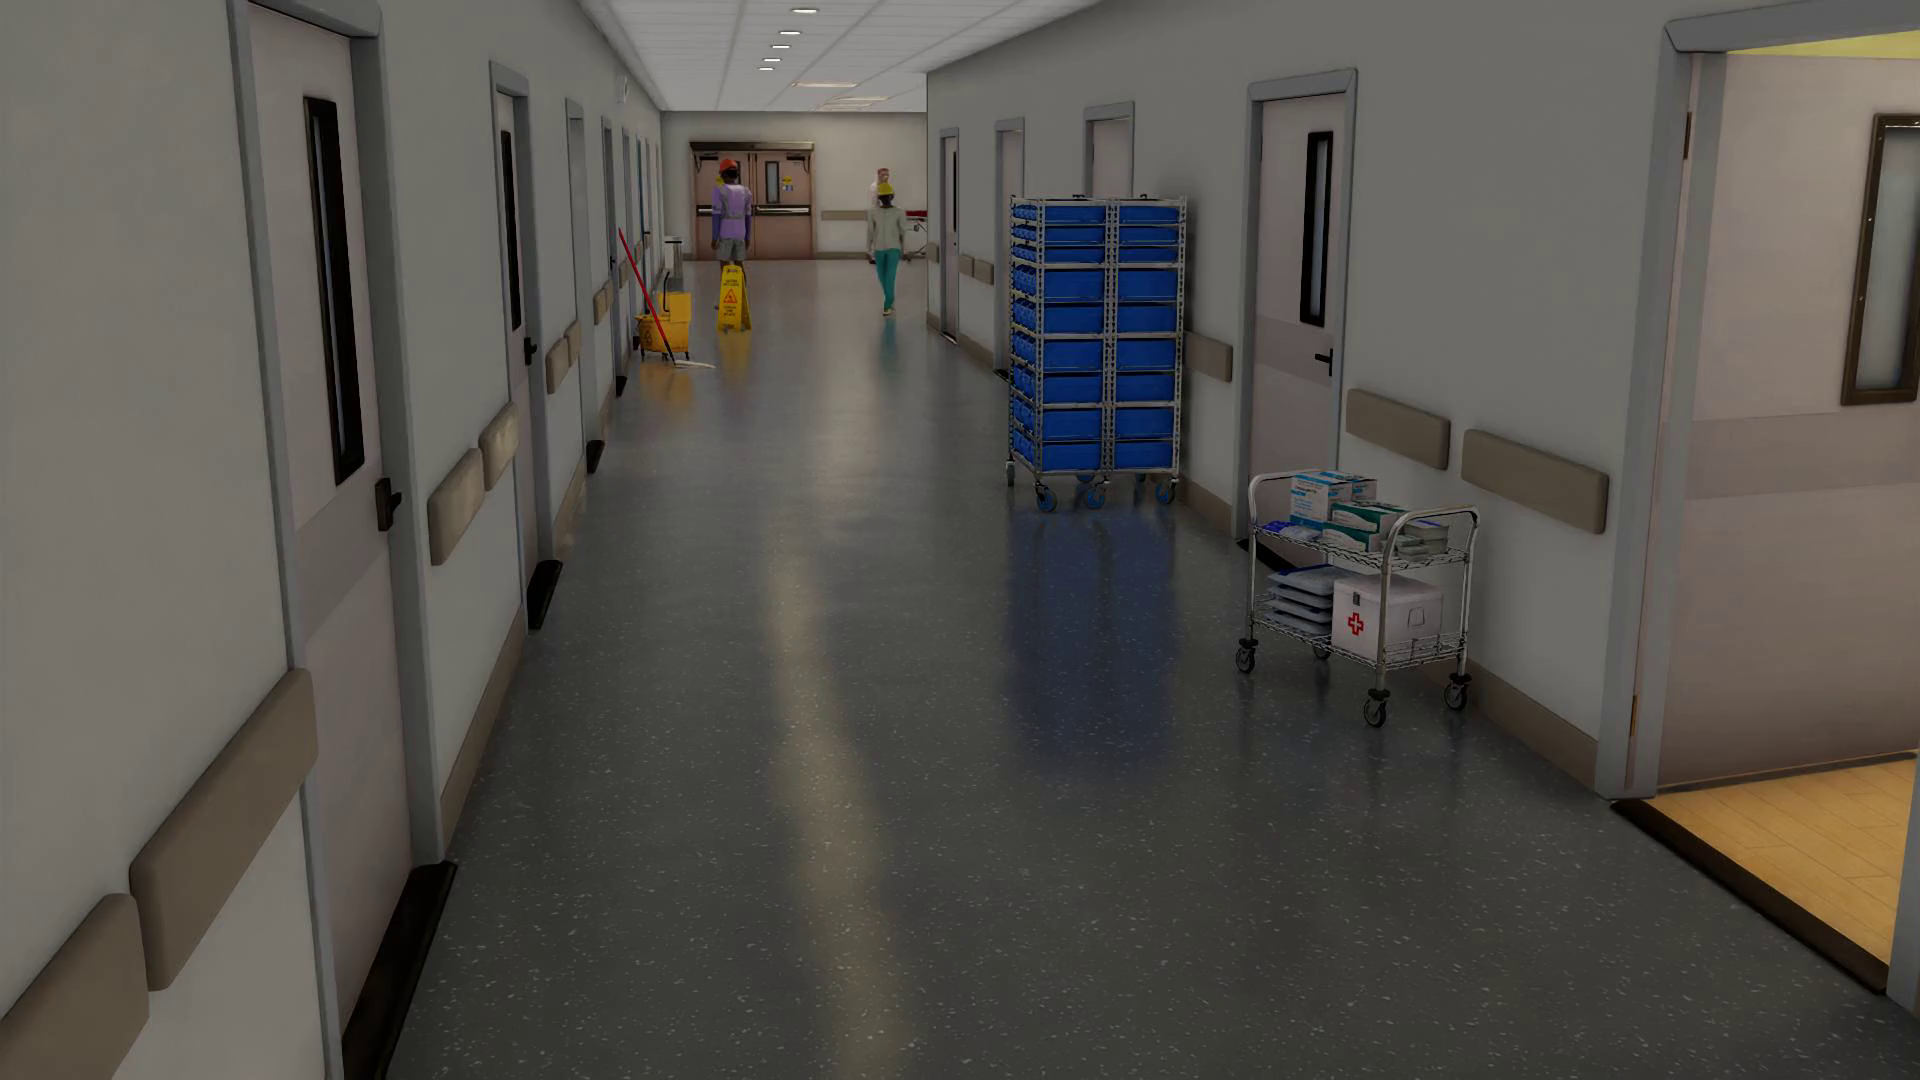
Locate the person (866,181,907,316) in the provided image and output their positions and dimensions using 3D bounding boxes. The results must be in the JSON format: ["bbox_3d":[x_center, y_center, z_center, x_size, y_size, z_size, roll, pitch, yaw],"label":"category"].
[{"bbox_3d":[-0.951,-3.854,21.958,0.532,1.739,0.795,3,13,11],"label":"person"}]

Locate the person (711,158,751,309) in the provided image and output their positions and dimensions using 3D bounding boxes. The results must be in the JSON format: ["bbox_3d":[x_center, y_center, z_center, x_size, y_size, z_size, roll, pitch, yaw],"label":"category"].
[{"bbox_3d":[-3.121,-4.152,22.621,0.612,2.030,0.404,-12,17,-42],"label":"person"}]

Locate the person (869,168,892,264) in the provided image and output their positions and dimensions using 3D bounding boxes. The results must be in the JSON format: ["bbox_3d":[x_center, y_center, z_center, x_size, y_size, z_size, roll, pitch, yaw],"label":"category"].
[{"bbox_3d":[-1.557,-6.440,33.103,0.413,1.892,0.642,7,15,29],"label":"person"}]
